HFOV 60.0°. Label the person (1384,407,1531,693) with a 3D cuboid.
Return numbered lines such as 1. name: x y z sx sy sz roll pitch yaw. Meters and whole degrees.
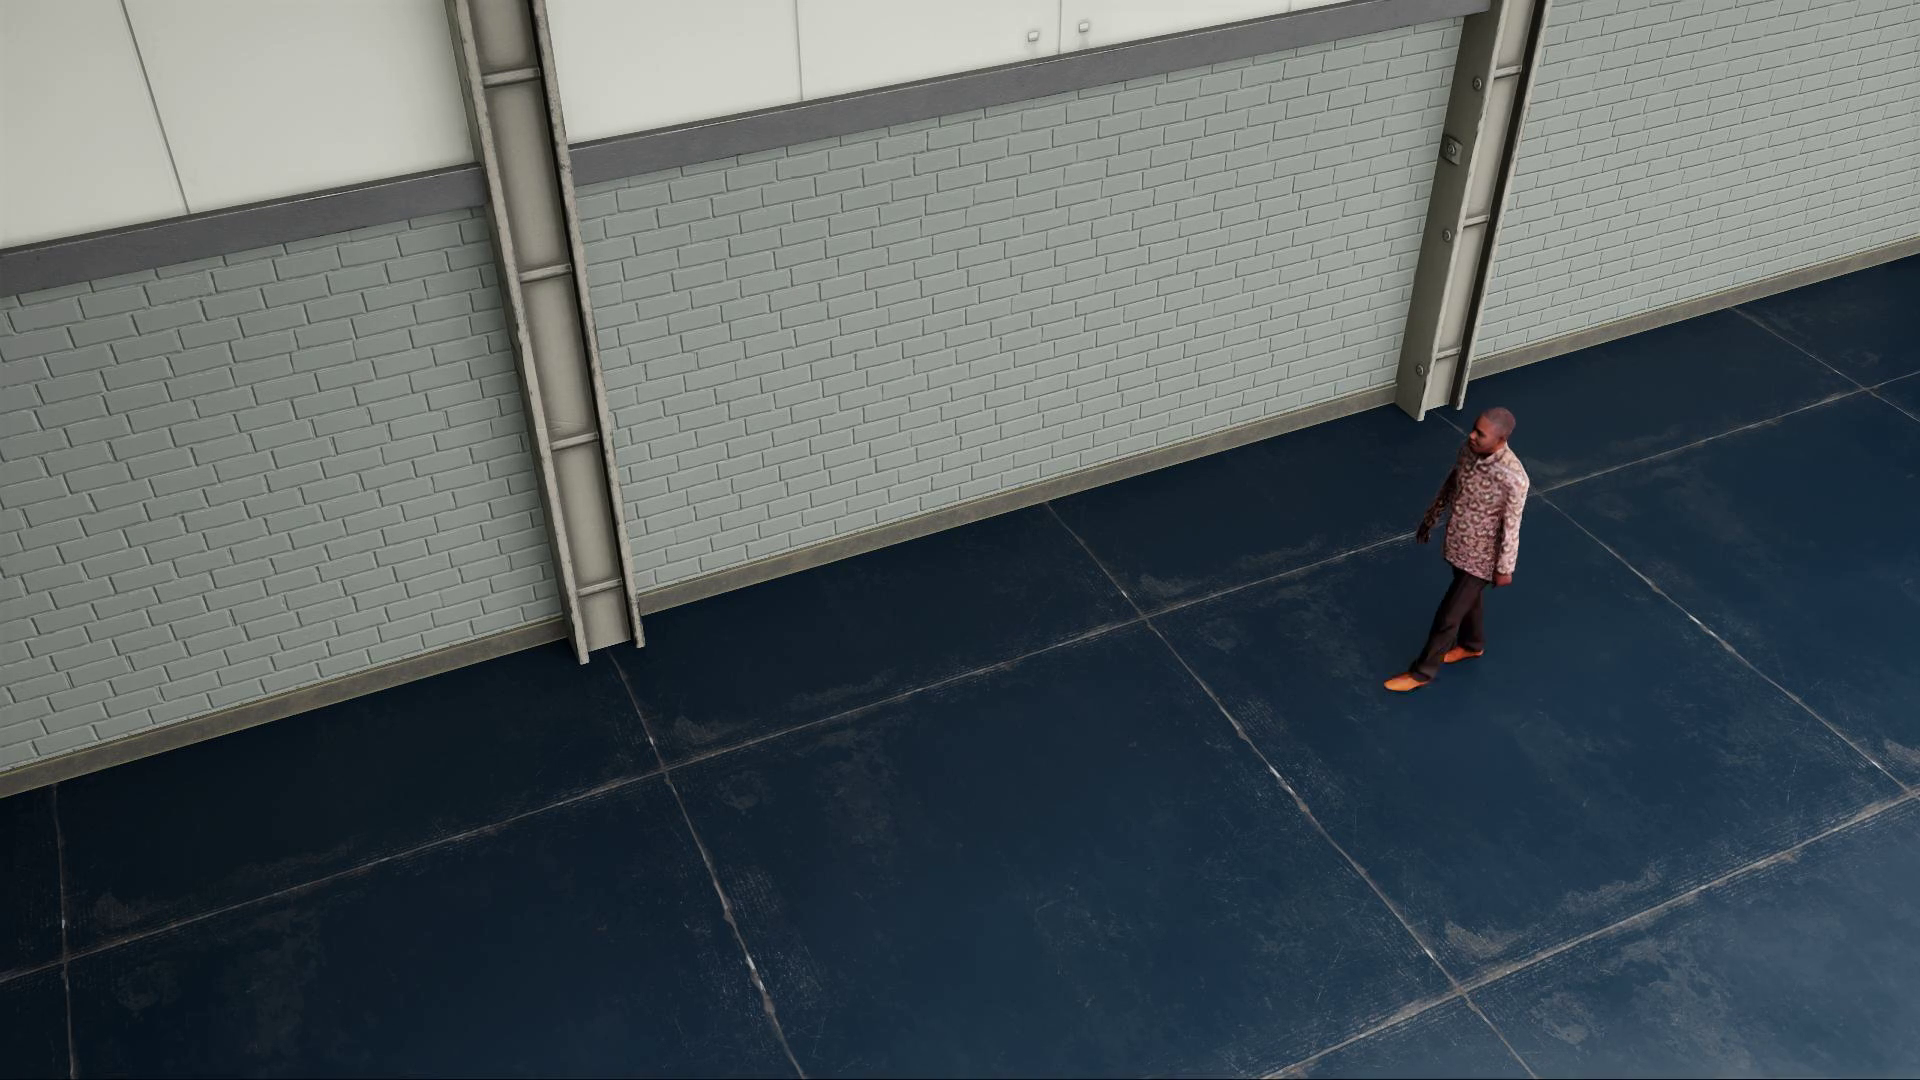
1. person: 2.905 0.030 9.139 1.021 1.781 0.836 -10 39 -12
